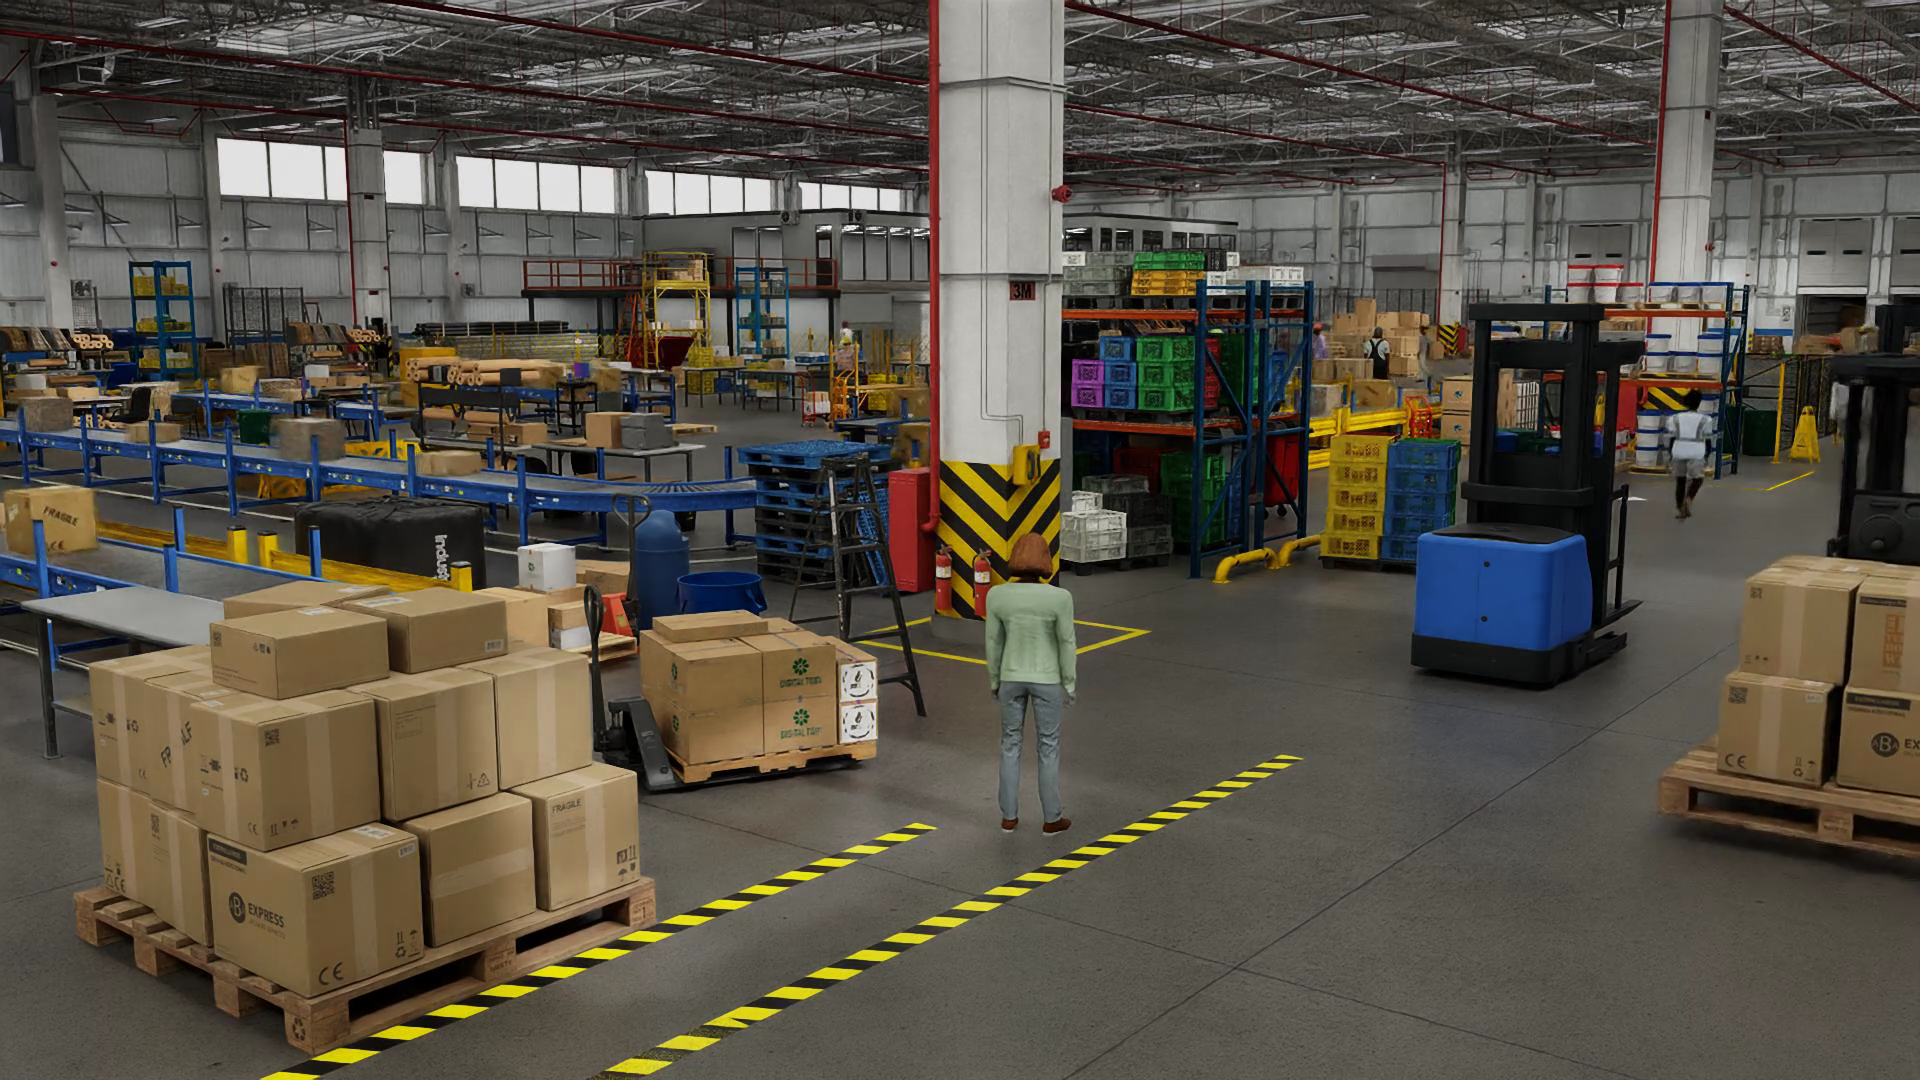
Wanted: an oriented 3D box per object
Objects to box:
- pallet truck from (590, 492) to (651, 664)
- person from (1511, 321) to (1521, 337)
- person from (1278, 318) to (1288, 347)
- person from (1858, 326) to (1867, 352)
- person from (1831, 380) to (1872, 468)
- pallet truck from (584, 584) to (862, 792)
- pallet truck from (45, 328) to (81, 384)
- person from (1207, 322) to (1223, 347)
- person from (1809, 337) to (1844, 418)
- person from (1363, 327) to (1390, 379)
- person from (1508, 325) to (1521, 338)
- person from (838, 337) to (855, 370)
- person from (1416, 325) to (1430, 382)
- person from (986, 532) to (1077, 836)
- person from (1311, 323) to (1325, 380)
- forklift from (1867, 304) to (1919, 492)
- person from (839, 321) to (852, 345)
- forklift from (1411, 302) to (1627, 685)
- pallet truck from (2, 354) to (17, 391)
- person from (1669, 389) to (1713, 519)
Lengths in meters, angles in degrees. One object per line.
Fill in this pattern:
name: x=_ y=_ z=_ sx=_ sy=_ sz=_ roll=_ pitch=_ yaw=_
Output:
pallet truck: x=-3.115 y=0.344 z=12.883 sx=0.653 sy=1.274 sz=1.630 roll=7 pitch=11 yaw=37
person: x=26.240 y=-9.689 z=78.437 sx=0.553 sy=1.920 sz=0.432 roll=-3 pitch=9 yaw=-17
person: x=15.539 y=-9.984 z=80.219 sx=0.548 sy=1.975 sz=0.652 roll=0 pitch=8 yaw=-2
person: x=33.007 y=-6.942 z=60.684 sx=0.887 sy=1.699 sz=0.494 roll=5 pitch=10 yaw=32
person: x=14.714 y=-2.069 z=27.482 sx=0.602 sy=1.801 sz=0.852 roll=7 pitch=11 yaw=40
pallet truck: x=-1.426 y=0.805 z=10.019 sx=1.601 sy=1.201 sz=0.680 roll=-4 pitch=9 yaw=-26
pallet truck: x=-23.775 y=-4.544 z=43.495 sx=1.885 sy=1.965 sz=0.823 roll=6 pitch=10 yaw=35
person: x=9.595 y=-7.297 z=62.701 sx=0.661 sy=1.805 sz=0.463 roll=2 pitch=9 yaw=11
person: x=20.195 y=-3.748 z=38.519 sx=0.986 sy=1.891 sz=0.565 roll=3 pitch=9 yaw=21
person: x=10.902 y=-4.548 z=43.373 sx=0.689 sy=2.000 sz=0.539 roll=6 pitch=10 yaw=35
person: x=19.049 y=-6.514 z=57.457 sx=0.838 sy=1.805 sz=0.661 roll=-1 pitch=8 yaw=-6
person: x=-2.942 y=-4.398 z=43.280 sx=0.524 sy=1.770 sz=0.315 roll=3 pitch=9 yaw=21
person: x=15.071 y=-6.057 z=54.170 sx=0.398 sy=1.856 sz=0.550 roll=-3 pitch=9 yaw=-17
person: x=0.381 y=0.770 z=8.891 sx=0.499 sy=1.634 sz=0.289 roll=3 pitch=9 yaw=18
person: x=10.747 y=-5.528 z=50.152 sx=1.063 sy=1.986 sz=0.612 roll=0 pitch=8 yaw=-1
forklift: x=6.301 y=-0.111 z=10.645 sx=1.129 sy=2.768 sz=1.873 roll=6 pitch=11 yaw=37
person: x=-4.282 y=-7.318 z=62.607 sx=0.588 sy=1.870 sz=0.585 roll=-7 pitch=11 yaw=-40
forklift: x=4.379 y=-0.438 z=12.852 sx=1.129 sy=2.768 sz=1.873 roll=7 pitch=11 yaw=37
pallet truck: x=-24.881 y=-4.417 z=42.634 sx=1.885 sy=1.965 sz=0.823 roll=8 pitch=11 yaw=41
person: x=9.279 y=-1.077 z=21.190 sx=0.540 sy=1.687 sz=0.487 roll=7 pitch=11 yaw=39
